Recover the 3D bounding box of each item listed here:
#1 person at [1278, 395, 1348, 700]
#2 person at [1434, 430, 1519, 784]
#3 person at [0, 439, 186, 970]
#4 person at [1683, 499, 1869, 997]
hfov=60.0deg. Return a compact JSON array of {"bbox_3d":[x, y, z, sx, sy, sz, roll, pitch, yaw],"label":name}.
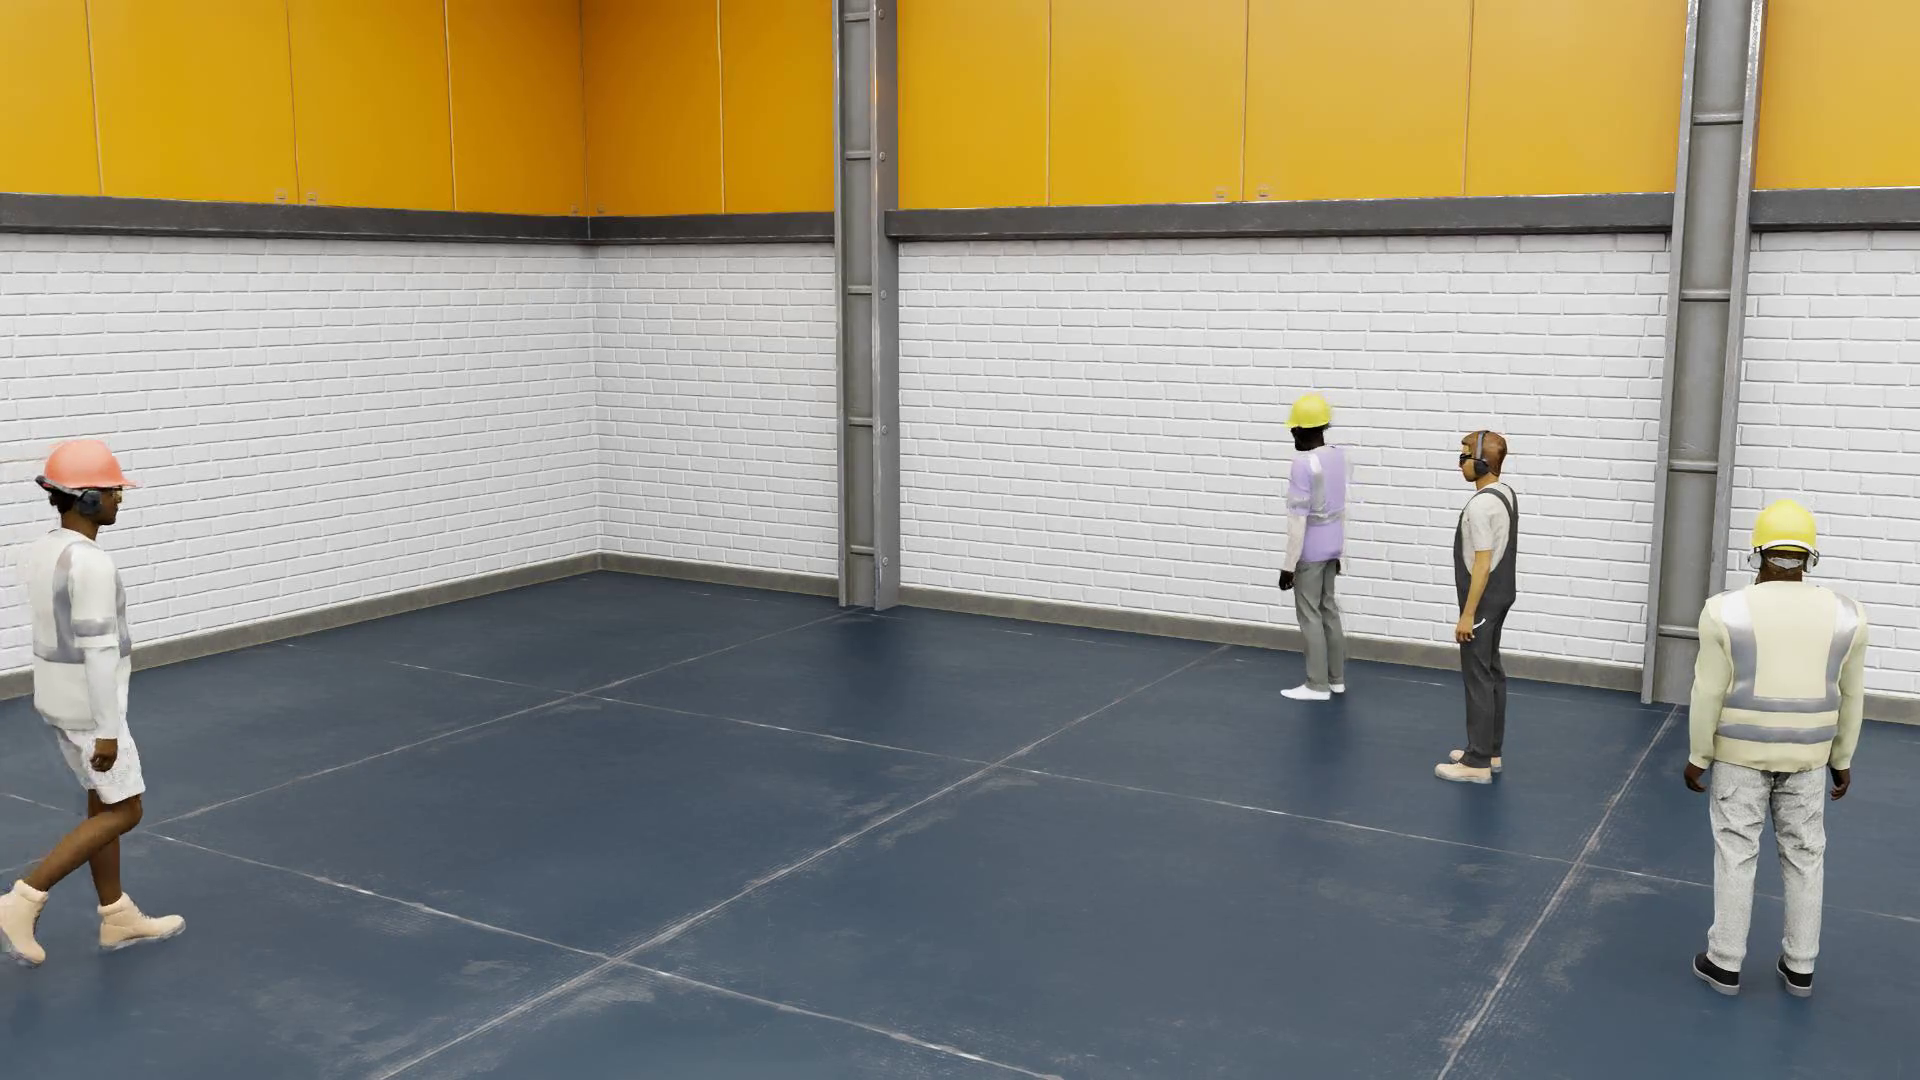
[{"bbox_3d":[2.213,0.060,10.326,0.357,1.902,0.707,8,12,40],"label":"person"},{"bbox_3d":[2.715,0.344,8.683,0.333,1.843,0.514,6,11,32],"label":"person"},{"bbox_3d":[-3.382,0.636,6.295,0.613,2.029,0.667,9,13,43],"label":"person"},{"bbox_3d":[2.966,0.764,6.101,0.600,1.829,0.404,1,9,6],"label":"person"}]
